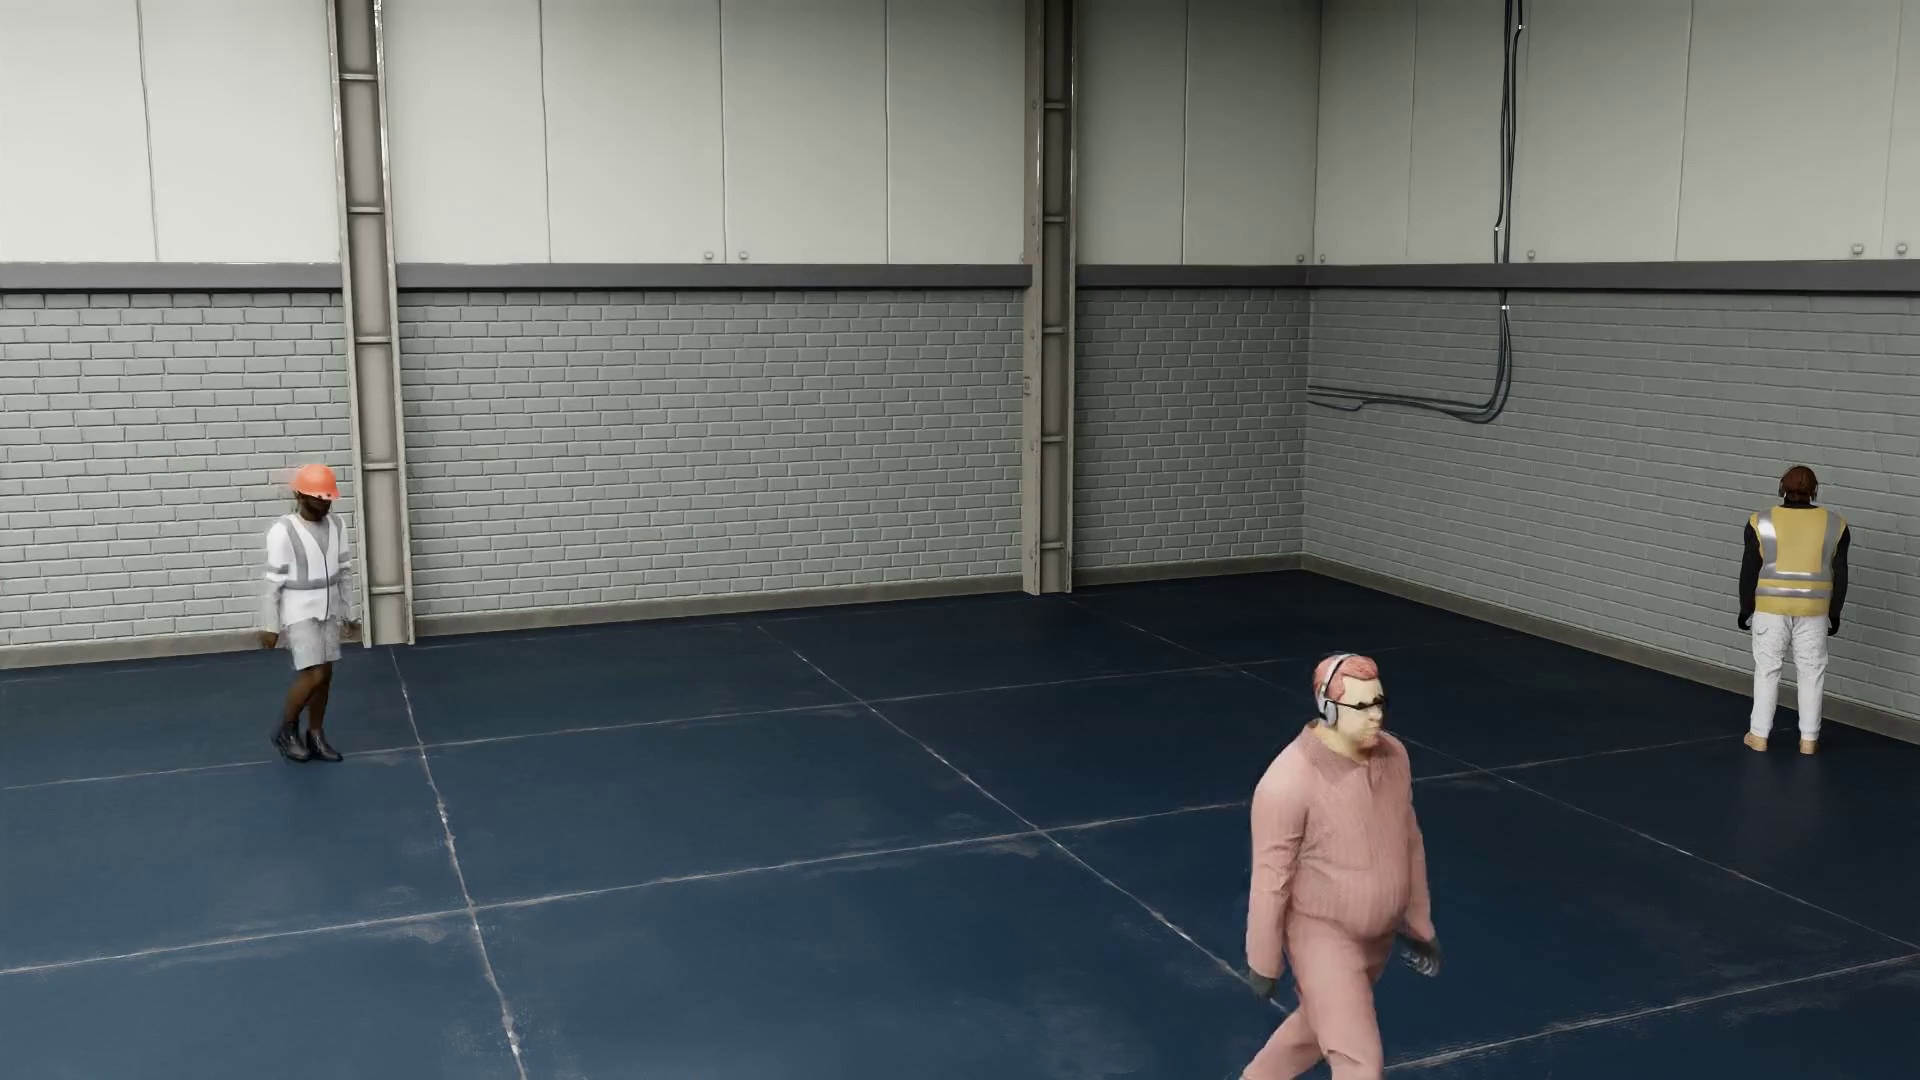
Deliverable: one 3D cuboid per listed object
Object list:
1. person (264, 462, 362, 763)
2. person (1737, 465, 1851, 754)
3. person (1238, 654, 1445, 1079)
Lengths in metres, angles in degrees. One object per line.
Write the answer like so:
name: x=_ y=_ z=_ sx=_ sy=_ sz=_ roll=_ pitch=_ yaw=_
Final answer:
person: x=-3.968 y=0.462 z=10.254 sx=0.479 sy=1.906 sz=0.548 roll=4 pitch=10 yaw=24
person: x=5.273 y=0.441 z=10.569 sx=0.621 sy=1.845 sz=0.429 roll=3 pitch=9 yaw=17
person: x=1.198 y=1.258 z=5.386 sx=0.641 sy=1.864 sz=0.977 roll=-8 pitch=12 yaw=-41
